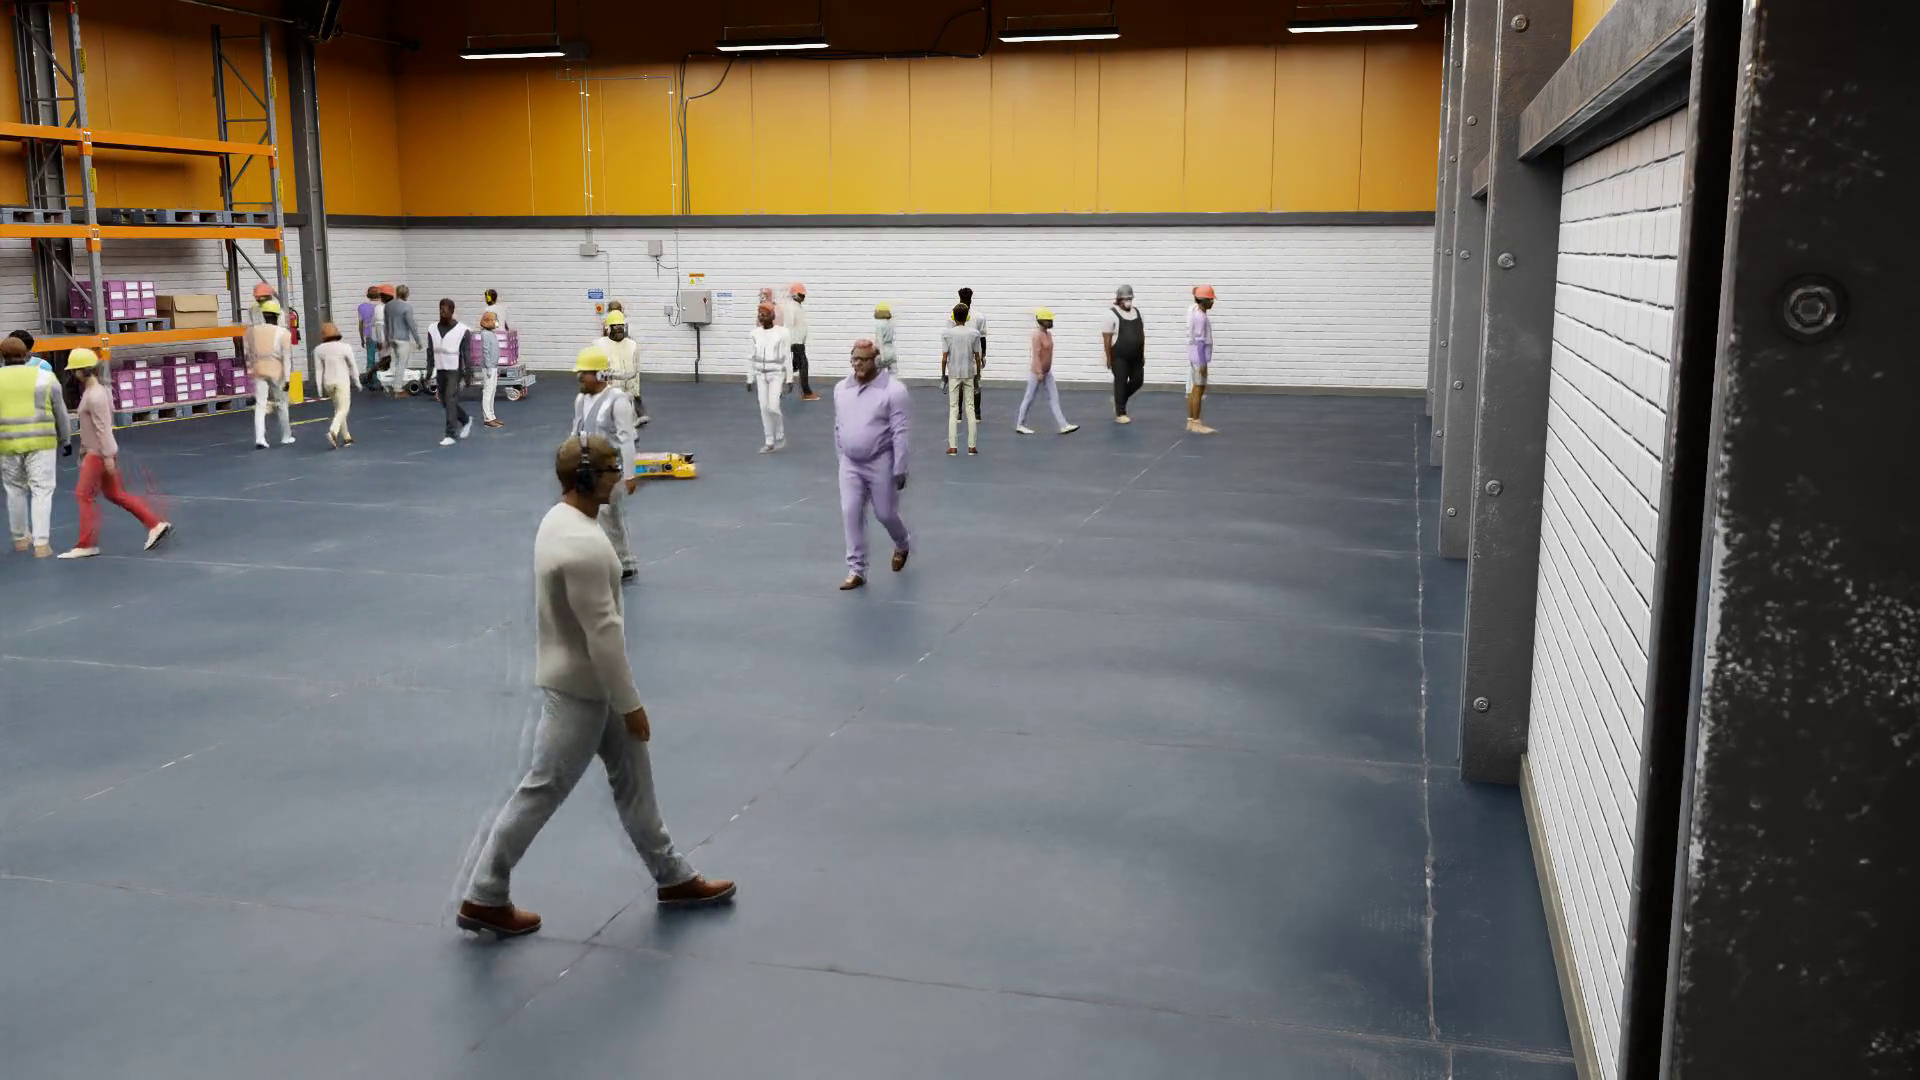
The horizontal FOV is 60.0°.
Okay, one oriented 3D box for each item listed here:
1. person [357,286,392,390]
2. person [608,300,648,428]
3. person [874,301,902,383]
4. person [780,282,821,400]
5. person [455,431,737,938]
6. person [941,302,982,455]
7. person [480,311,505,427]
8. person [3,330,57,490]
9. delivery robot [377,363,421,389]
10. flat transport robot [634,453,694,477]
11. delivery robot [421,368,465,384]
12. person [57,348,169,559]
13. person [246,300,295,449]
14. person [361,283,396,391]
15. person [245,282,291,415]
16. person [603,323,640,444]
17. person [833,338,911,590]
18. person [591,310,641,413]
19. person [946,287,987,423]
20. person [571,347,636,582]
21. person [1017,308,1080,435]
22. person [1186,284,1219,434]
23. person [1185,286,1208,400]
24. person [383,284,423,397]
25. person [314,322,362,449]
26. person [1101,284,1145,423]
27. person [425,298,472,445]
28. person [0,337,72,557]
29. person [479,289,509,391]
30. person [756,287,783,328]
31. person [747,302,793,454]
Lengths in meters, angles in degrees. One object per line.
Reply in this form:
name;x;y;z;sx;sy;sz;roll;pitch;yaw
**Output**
person;-10.379;-3.577;29.546;0.569;1.849;0.385;0;10;-2
person;-4.776;-2.475;23.452;0.957;1.805;0.527;7;12;34
person;-1.203;-2.848;25.829;0.892;1.692;0.503;6;12;31
person;-2.780;-3.308;27.708;0.894;1.968;0.623;2;10;12
person;-1.412;0.539;6.177;1.049;1.896;0.639;-3;10;-14
person;0.014;-1.971;20.394;0.507;1.872;0.329;-1;10;-6
person;-6.664;-2.429;23.655;0.279;1.634;0.497;0;10;-2
person;-9.666;-1.335;17.277;0.540;1.696;0.317;1;10;5
delivery robot;-9.633;-2.798;28.534;0.707;0.478;0.477;-4;11;-20
flat transport robot;-3.675;-0.826;18.439;1.431;0.197;0.652;-2;10;-9
delivery robot;-8.945;-2.843;28.786;0.707;0.478;0.477;-6;11;-30
person;-7.050;-0.731;13.752;0.794;1.732;0.508;-5;11;-24
person;-8.802;-2.110;21.200;0.577;1.877;0.951;-1;10;-3
person;-10.158;-3.545;29.196;0.602;1.906;0.573;-1;10;-3
person;-10.600;-2.952;25.566;0.609;2.014;0.910;2;10;13
person;-4.416;-1.998;21.305;0.540;1.601;0.830;-6;12;-31
person;-0.649;-0.595;12.606;0.640;1.880;0.820;4;11;23
person;-3.880;-1.684;18.862;0.590;1.837;0.404;-9;13;-40
person;0.094;-2.680;24.133;0.602;1.967;0.368;-1;10;-7
person;-2.740;-0.520;12.368;0.792;1.798;0.619;-10;14;-44
person;1.157;-2.271;22.501;0.923;1.714;0.545;6;12;30
person;3.317;-2.464;22.701;0.391;2.039;0.613;0;10;2
person;3.962;-3.294;27.843;0.337;1.882;0.584;-2;10;-10
person;-9.443;-3.400;28.400;0.661;1.908;0.841;6;12;32
person;-7.941;-1.967;21.118;0.514;1.601;0.761;1;10;6
person;2.387;-2.727;24.191;0.695;2.000;0.641;-6;12;-29
person;-6.612;-2.204;21.665;0.598;1.893;0.817;3;11;18
person;-7.748;-0.778;13.819;0.642;1.808;0.758;-4;11;-20
person;-8.084;-3.476;29.092;0.966;1.816;0.593;4;11;23
person;-3.157;-3.124;26.844;0.508;1.892;0.672;4;11;20
person;-2.361;-1.985;20.473;0.599;1.865;0.423;5;11;24
